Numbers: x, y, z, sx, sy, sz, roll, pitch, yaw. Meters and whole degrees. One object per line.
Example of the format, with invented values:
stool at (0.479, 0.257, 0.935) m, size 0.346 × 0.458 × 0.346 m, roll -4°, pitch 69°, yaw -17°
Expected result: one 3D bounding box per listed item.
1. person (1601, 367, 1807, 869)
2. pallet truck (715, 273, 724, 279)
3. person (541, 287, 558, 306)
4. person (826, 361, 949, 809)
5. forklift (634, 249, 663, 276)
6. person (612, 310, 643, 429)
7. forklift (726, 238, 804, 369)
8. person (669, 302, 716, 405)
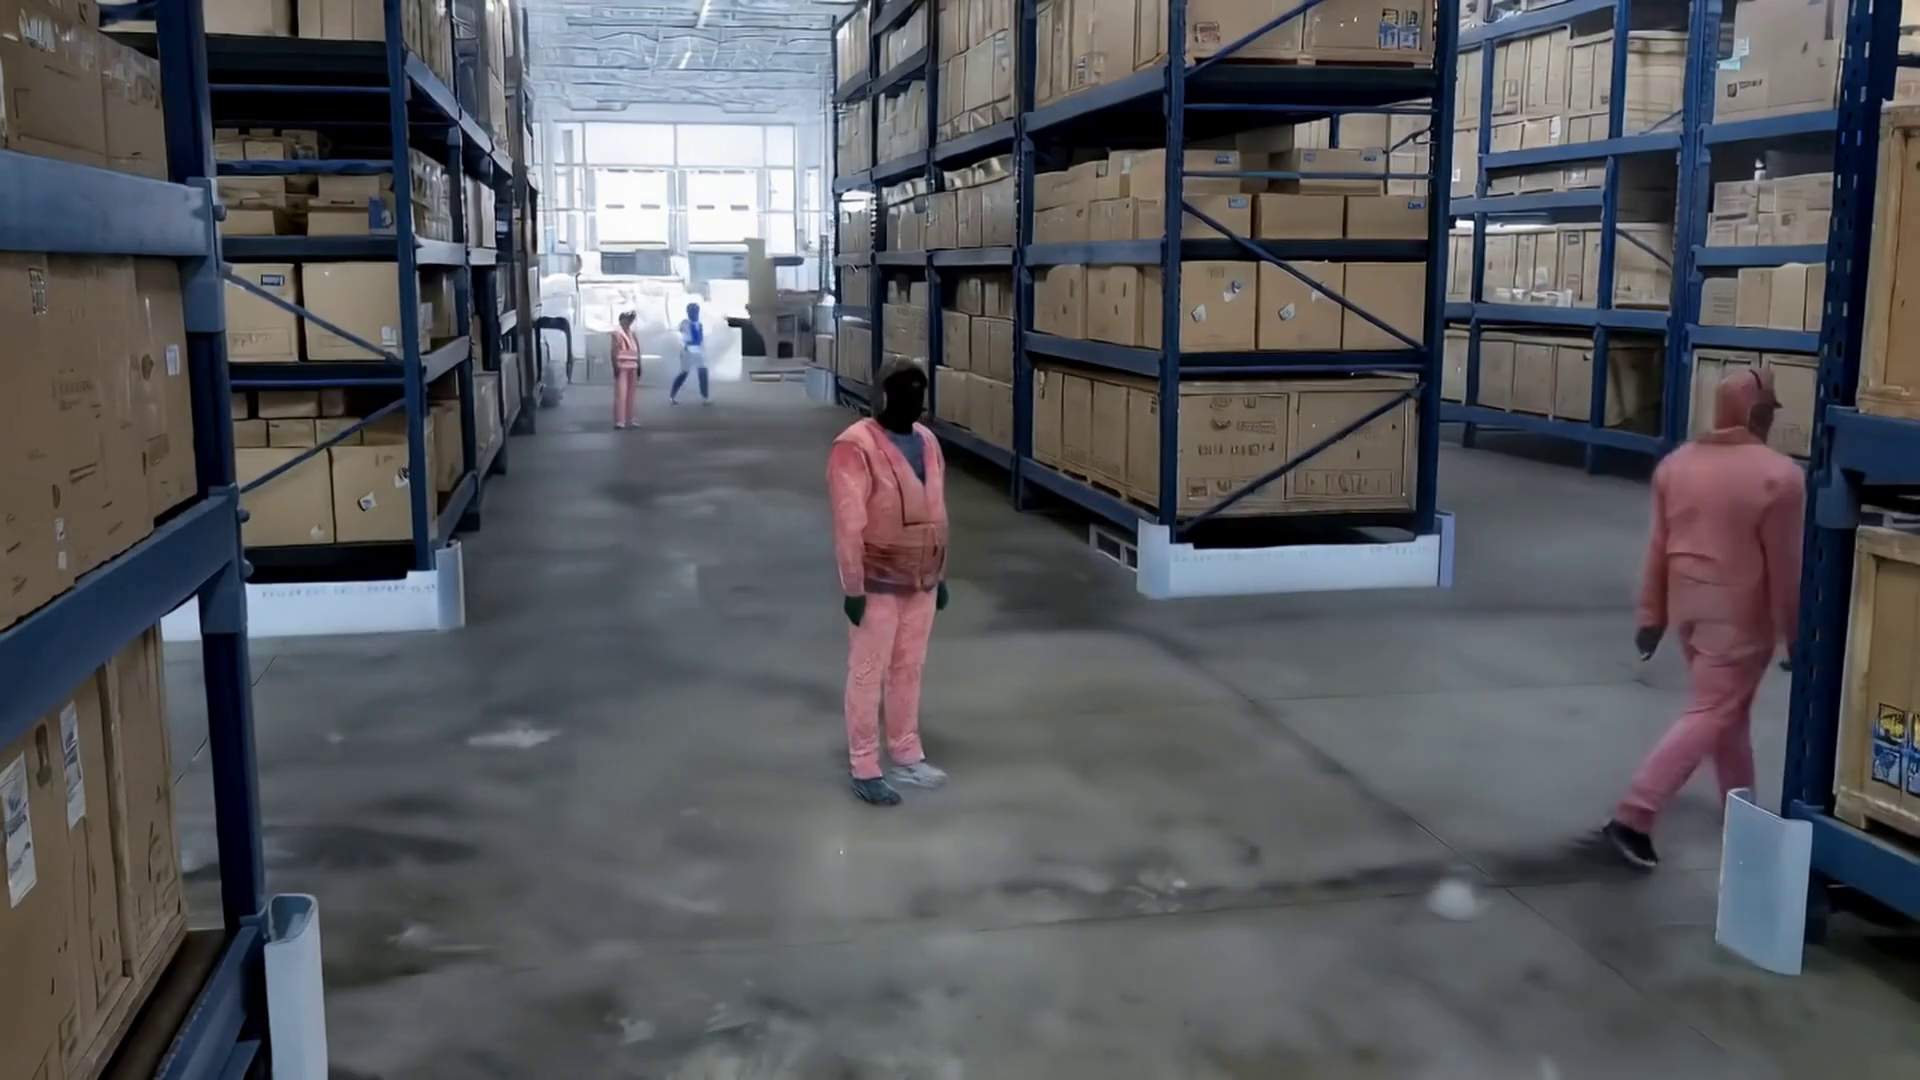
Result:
person at (2.805, 0.287, 6.194) m, size 0.992 × 1.864 × 0.627 m, roll -3°, pitch 10°, yaw -17°
pallet truck at (-8.580, -8.986, 62.280) m, size 1.885 × 1.965 × 0.823 m, roll 1°, pitch 9°, yaw 5°
person at (-14.533, -8.368, 58.894) m, size 0.604 × 1.923 × 0.740 m, roll -2°, pitch 10°, yaw -12°
person at (-0.265, 0.174, 6.942) m, size 0.430 × 1.838 × 0.619 m, roll 7°, pitch 12°, yaw 37°
forklift at (-10.535, -8.469, 56.446) m, size 1.129 × 2.768 × 1.873 m, roll -8°, pitch 12°, yaw -39°
person at (-4.592, -2.353, 22.950) m, size 0.310 × 1.636 × 0.523 m, roll 5°, pitch 11°, yaw 28°
forklift at (-4.384, -5.092, 35.858) m, size 1.873 × 2.768 × 1.129 m, roll -2°, pitch 10°, yaw -12°
person at (-4.380, -3.022, 26.957) m, size 0.835 × 1.665 × 0.536 m, roll 7°, pitch 12°, yaw 36°
